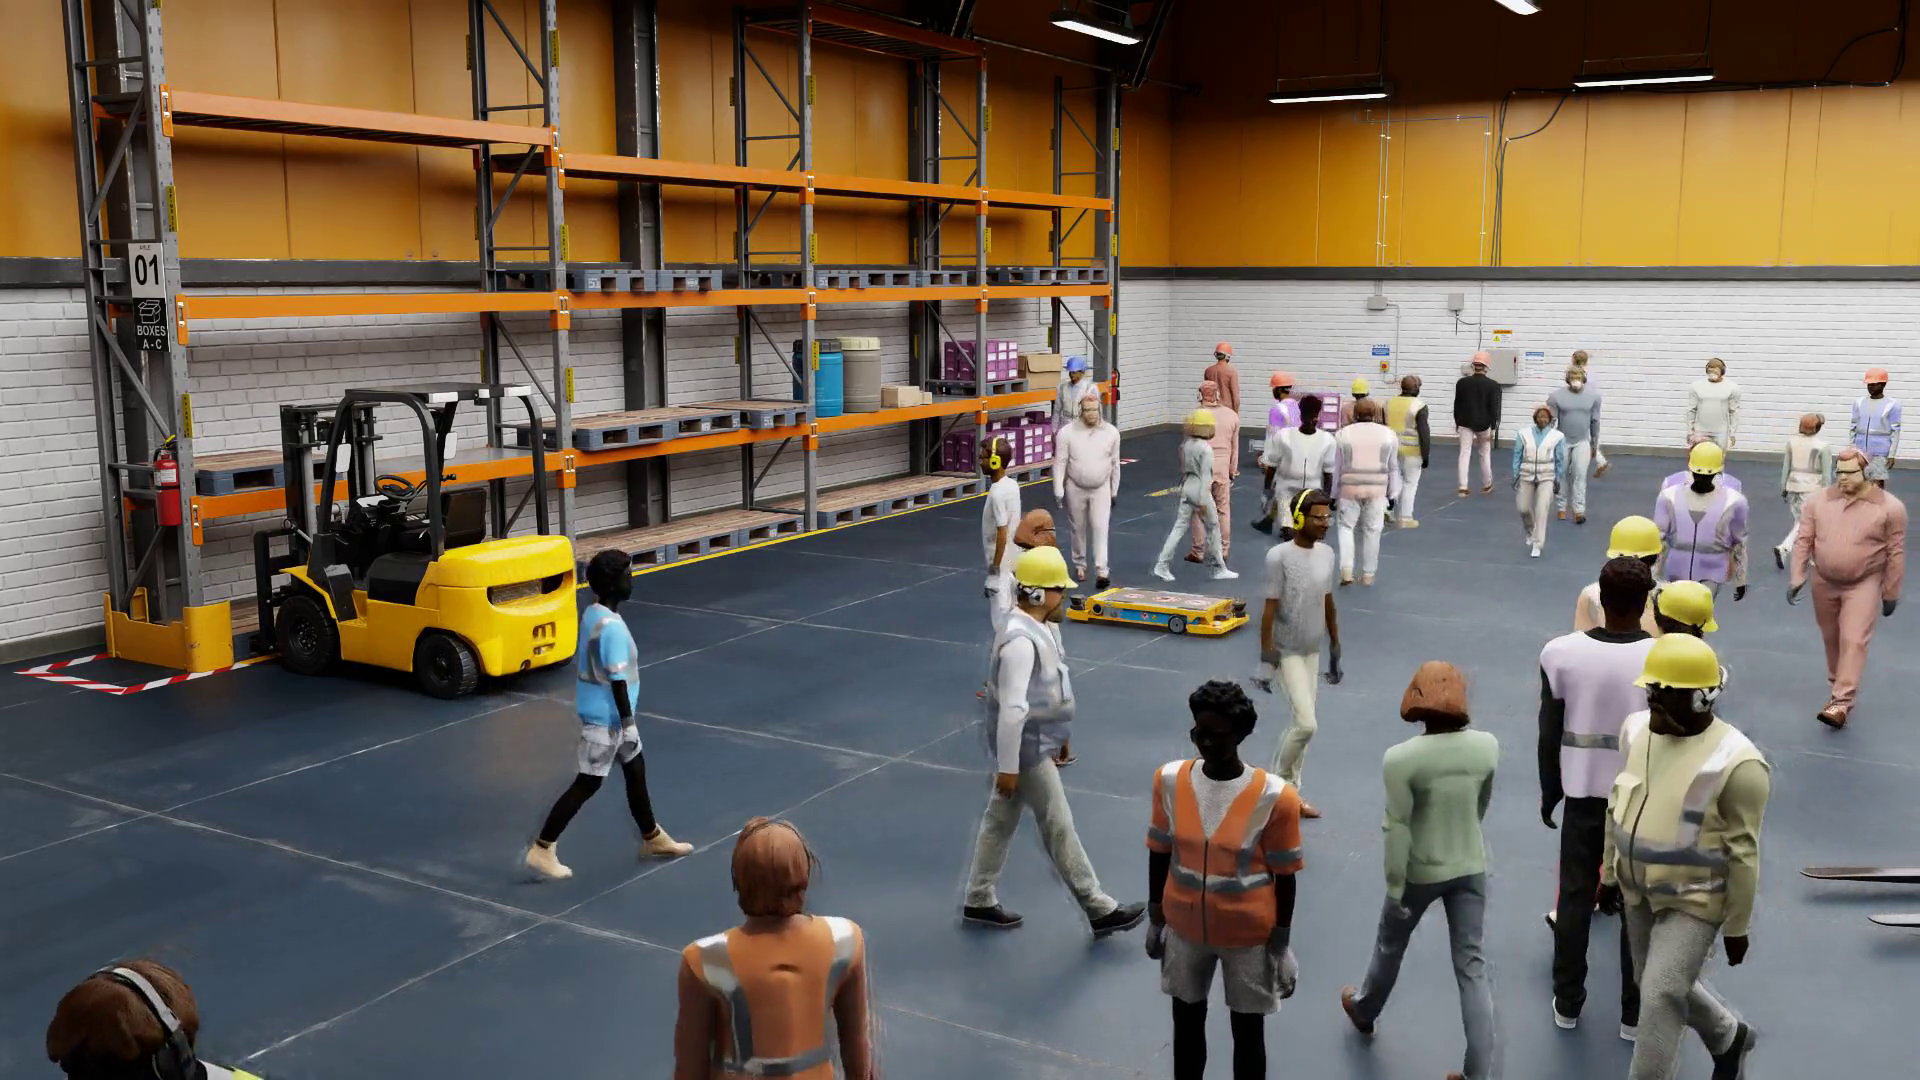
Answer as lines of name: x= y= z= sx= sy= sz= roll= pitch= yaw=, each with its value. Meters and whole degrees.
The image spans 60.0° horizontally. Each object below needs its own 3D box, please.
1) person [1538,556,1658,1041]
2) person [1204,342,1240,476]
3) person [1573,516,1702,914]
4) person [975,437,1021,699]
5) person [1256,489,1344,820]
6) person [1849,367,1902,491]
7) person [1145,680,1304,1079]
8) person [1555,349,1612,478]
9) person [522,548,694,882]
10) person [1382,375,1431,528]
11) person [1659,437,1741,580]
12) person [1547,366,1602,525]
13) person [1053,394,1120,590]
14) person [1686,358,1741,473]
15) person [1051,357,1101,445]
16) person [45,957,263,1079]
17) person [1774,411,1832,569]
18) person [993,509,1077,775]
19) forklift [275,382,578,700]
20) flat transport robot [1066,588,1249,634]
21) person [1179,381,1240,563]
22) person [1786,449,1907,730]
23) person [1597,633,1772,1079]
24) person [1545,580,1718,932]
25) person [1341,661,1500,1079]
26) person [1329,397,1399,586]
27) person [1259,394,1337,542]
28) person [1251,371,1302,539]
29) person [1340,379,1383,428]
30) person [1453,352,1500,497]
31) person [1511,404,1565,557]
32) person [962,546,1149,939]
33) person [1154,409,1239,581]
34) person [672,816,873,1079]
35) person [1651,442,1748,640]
person: x=2.565 y=1.014 z=6.543 sx=0.591 sy=1.916 sz=0.393 roll=5 pitch=11 yaw=30
person: x=3.906 y=-1.946 z=24.763 sx=0.612 sy=1.996 sz=0.376 roll=9 pitch=13 yaw=43
person: x=3.197 y=0.806 z=7.977 sx=1.007 sy=1.869 sz=0.610 roll=-8 pitch=12 yaw=-42
person: x=0.275 y=0.198 z=11.785 sx=0.310 sy=1.865 sz=0.532 roll=2 pitch=9 yaw=12
person: x=1.886 y=0.636 z=9.102 sx=0.553 sy=1.851 sz=0.441 roll=-7 pitch=11 yaw=-37
person: x=10.535 y=-1.029 z=19.216 sx=0.377 sy=1.938 sz=0.547 roll=-7 pitch=11 yaw=-36
person: x=0.867 y=1.287 z=5.523 sx=0.571 sy=1.691 sz=0.324 roll=5 pitch=10 yaw=28
person: x=9.184 y=-1.861 z=24.522 sx=0.931 sy=1.907 sz=0.637 roll=6 pitch=11 yaw=34
person: x=-1.798 y=0.863 z=8.292 sx=0.867 sy=1.658 sz=0.541 roll=-3 pitch=10 yaw=-20
person: x=5.274 y=-1.039 z=19.626 sx=0.444 sy=1.824 sz=0.647 roll=-6 pitch=11 yaw=-35
person: x=5.580 y=0.099 z=12.635 sx=0.572 sy=1.803 sz=0.882 roll=1 pitch=9 yaw=7
person: x=7.368 y=-1.133 z=20.001 sx=0.646 sy=1.890 sz=1.003 roll=3 pitch=9 yaw=15
person: x=1.213 y=-0.465 z=15.967 sx=0.659 sy=1.850 sz=1.017 roll=0 pitch=9 yaw=2
person: x=9.698 y=-1.384 z=21.459 sx=0.629 sy=1.932 sz=0.379 roll=6 pitch=11 yaw=32
person: x=1.465 y=-1.405 z=21.595 sx=0.652 sy=1.923 sz=0.697 roll=5 pitch=10 yaw=27
person: x=-1.404 y=1.620 z=3.068 sx=0.641 sy=1.826 sz=0.503 roll=0 pitch=9 yaw=3
person: x=8.537 y=-0.496 z=16.884 sx=0.691 sy=1.618 sz=0.527 roll=-4 pitch=10 yaw=-24
person: x=0.491 y=0.620 z=9.921 sx=0.675 sy=1.610 sz=0.499 roll=-1 pitch=9 yaw=-9
forklift: x=-3.974 y=-0.067 z=12.417 sx=2.313 sy=2.155 sz=1.214 roll=5 pitch=11 yaw=30
flat transport robot: x=1.693 y=0.593 z=14.281 sx=1.431 sy=0.197 sz=0.652 roll=5 pitch=11 yaw=30
person: x=2.582 y=-0.708 z=17.336 sx=0.639 sy=1.902 sz=0.407 roll=-3 pitch=10 yaw=-17
person: x=5.896 y=0.316 z=11.135 sx=0.995 sy=1.850 sz=0.641 roll=-8 pitch=12 yaw=-41
person: x=2.546 y=1.193 z=5.798 sx=0.819 sy=1.802 sz=0.589 roll=-4 pitch=10 yaw=-22
person: x=2.967 y=0.995 z=7.281 sx=0.748 sy=1.716 sz=0.597 roll=0 pitch=9 yaw=2
person: x=1.770 y=1.234 z=6.235 sx=0.488 sy=1.581 sz=0.850 roll=-2 pitch=9 yaw=-12
person: x=3.861 y=-0.454 z=15.951 sx=0.640 sy=1.842 sz=0.445 roll=1 pitch=9 yaw=8
person: x=3.142 y=-0.398 z=15.415 sx=0.680 sy=1.890 sz=1.023 roll=-1 pitch=9 yaw=-4
person: x=3.581 y=-0.959 z=18.894 sx=0.903 sy=1.897 sz=0.572 roll=9 pitch=13 yaw=43
person: x=5.035 y=-1.161 z=20.796 sx=0.559 sy=1.703 sz=0.966 roll=3 pitch=10 yaw=21
person: x=7.007 y=-1.571 z=22.587 sx=0.622 sy=1.979 sz=0.776 roll=5 pitch=10 yaw=27
person: x=6.199 y=-0.652 z=17.819 sx=0.528 sy=1.621 sz=0.587 roll=5 pitch=10 yaw=30
person: x=0.419 y=0.918 z=7.514 sx=0.891 sy=1.783 sz=0.619 roll=1 pitch=9 yaw=4
person: x=2.294 y=-0.436 z=16.252 sx=0.883 sy=1.704 sz=0.495 roll=-4 pitch=10 yaw=-25
person: x=-0.457 y=1.526 z=4.250 sx=0.519 sy=1.624 sz=0.456 roll=-5 pitch=10 yaw=-28
person: x=5.183 y=0.222 z=11.691 sx=0.605 sy=1.867 sz=0.999 roll=7 pitch=11 yaw=36
